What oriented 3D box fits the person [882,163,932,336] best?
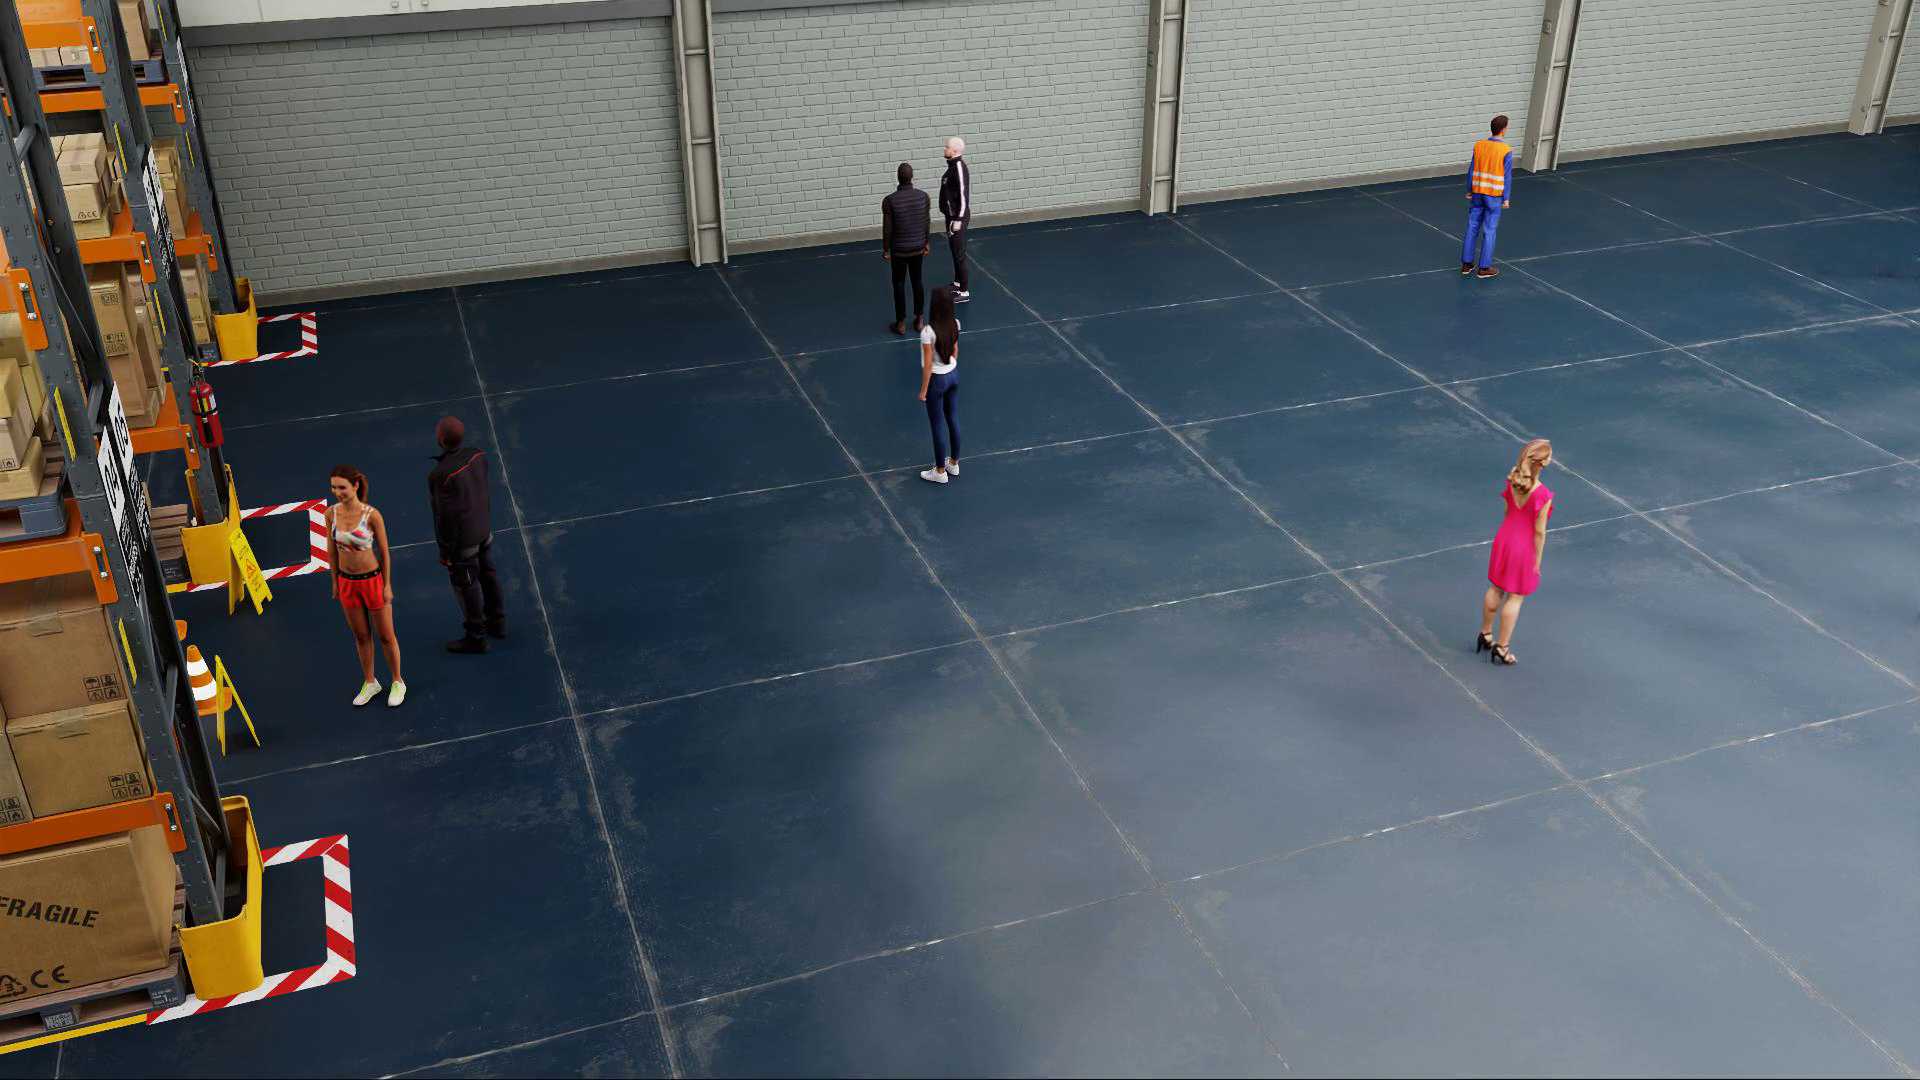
[{"bbox_3d":[-0.563,-3.092,17.612,0.508,1.836,0.754,-11,30,-20],"label":"person"}]

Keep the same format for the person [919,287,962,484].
[{"bbox_3d":[-0.151,-1.350,14.407,0.724,1.775,0.610,22,35,35],"label":"person"}]

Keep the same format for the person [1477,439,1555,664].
[{"bbox_3d":[3.935,0.070,11.798,0.563,1.721,0.593,-13,31,-23],"label":"person"}]

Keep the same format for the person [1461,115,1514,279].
[{"bbox_3d":[6.114,-3.992,19.273,0.758,1.863,0.783,-24,36,-38],"label":"person"}]

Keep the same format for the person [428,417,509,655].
[{"bbox_3d":[-3.524,-0.047,11.907,0.836,1.825,0.790,10,30,19],"label":"person"}]

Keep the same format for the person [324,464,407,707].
[{"bbox_3d":[-4.042,0.302,11.288,0.626,1.791,0.719,2,28,4],"label":"person"}]

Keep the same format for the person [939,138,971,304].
[{"bbox_3d":[-0.027,-3.575,18.519,0.657,1.836,0.724,-3,28,-6],"label":"person"}]
